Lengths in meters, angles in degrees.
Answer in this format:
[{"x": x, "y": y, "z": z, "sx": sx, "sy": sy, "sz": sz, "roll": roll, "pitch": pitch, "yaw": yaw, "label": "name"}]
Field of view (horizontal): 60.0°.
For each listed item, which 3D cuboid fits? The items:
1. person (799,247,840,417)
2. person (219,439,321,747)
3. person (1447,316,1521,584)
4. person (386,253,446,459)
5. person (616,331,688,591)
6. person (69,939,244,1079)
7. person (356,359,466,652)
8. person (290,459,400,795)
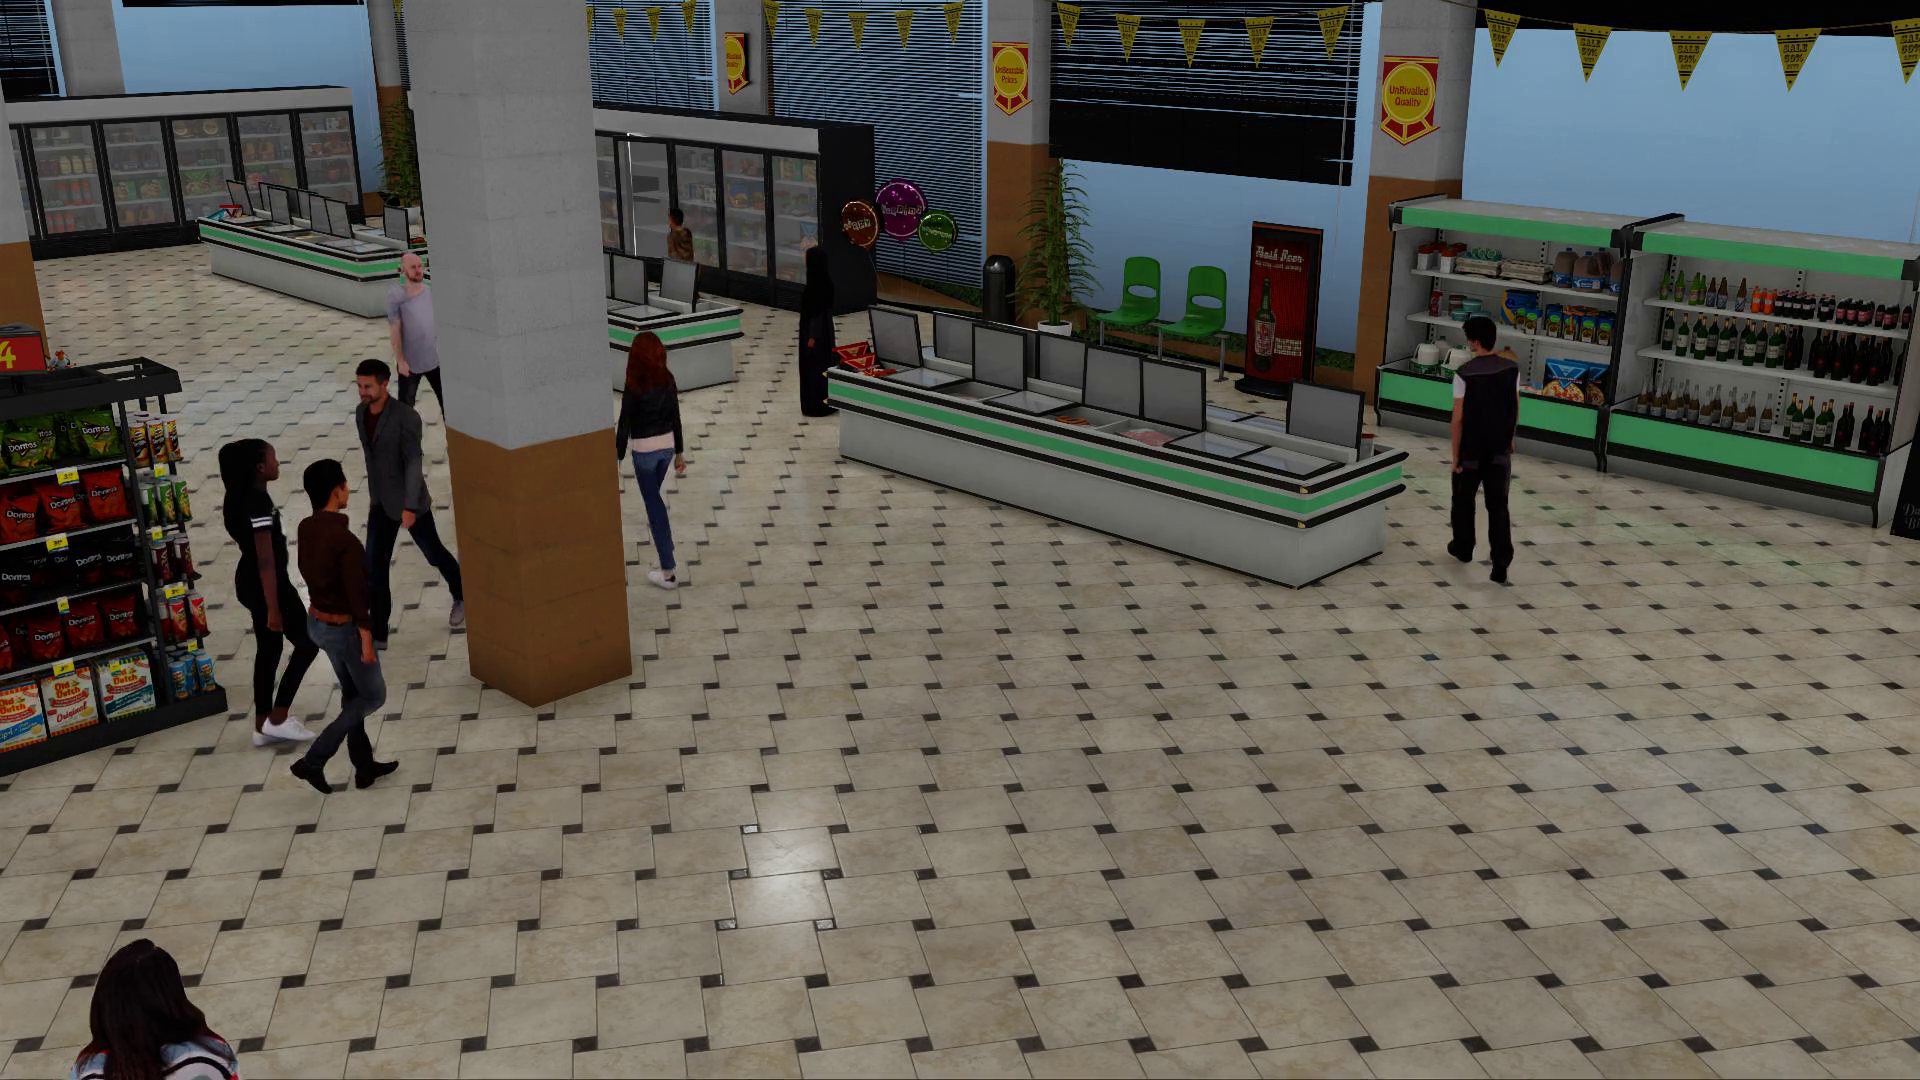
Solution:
[{"x": -1.365, "y": -2.009, "z": 15.973, "sx": 0.751, "sy": 1.616, "sz": 0.715, "roll": 4, "pitch": 19, "yaw": 11, "label": "person"}, {"x": -3.790, "y": 0.314, "z": 8.915, "sx": 0.777, "sy": 1.723, "sz": 0.632, "roll": -12, "pitch": 22, "yaw": -32, "label": "person"}, {"x": 3.651, "y": -0.597, "z": 11.486, "sx": 1.150, "sy": 1.806, "sz": 1.209, "roll": 1, "pitch": 19, "yaw": 4, "label": "person"}, {"x": -4.707, "y": -1.557, "z": 14.344, "sx": 1.098, "sy": 1.800, "sz": 0.753, "roll": 15, "pitch": 24, "yaw": 37, "label": "person"}, {"x": -2.018, "y": -0.518, "z": 11.298, "sx": 0.654, "sy": 1.776, "sz": 0.608, "roll": 15, "pitch": 24, "yaw": 37, "label": "person"}, {"x": -2.145, "y": 1.873, "z": 4.510, "sx": 0.904, "sy": 1.583, "sz": 1.050, "roll": -5, "pitch": 19, "yaw": -14, "label": "person"}, {"x": -3.440, "y": -0.238, "z": 10.393, "sx": 1.285, "sy": 1.823, "sz": 1.090, "roll": 7, "pitch": 20, "yaw": 20, "label": "person"}, {"x": -3.170, "y": 0.488, "z": 8.336, "sx": 0.831, "sy": 1.762, "sz": 0.778, "roll": 14, "pitch": 23, "yaw": 35, "label": "person"}]
